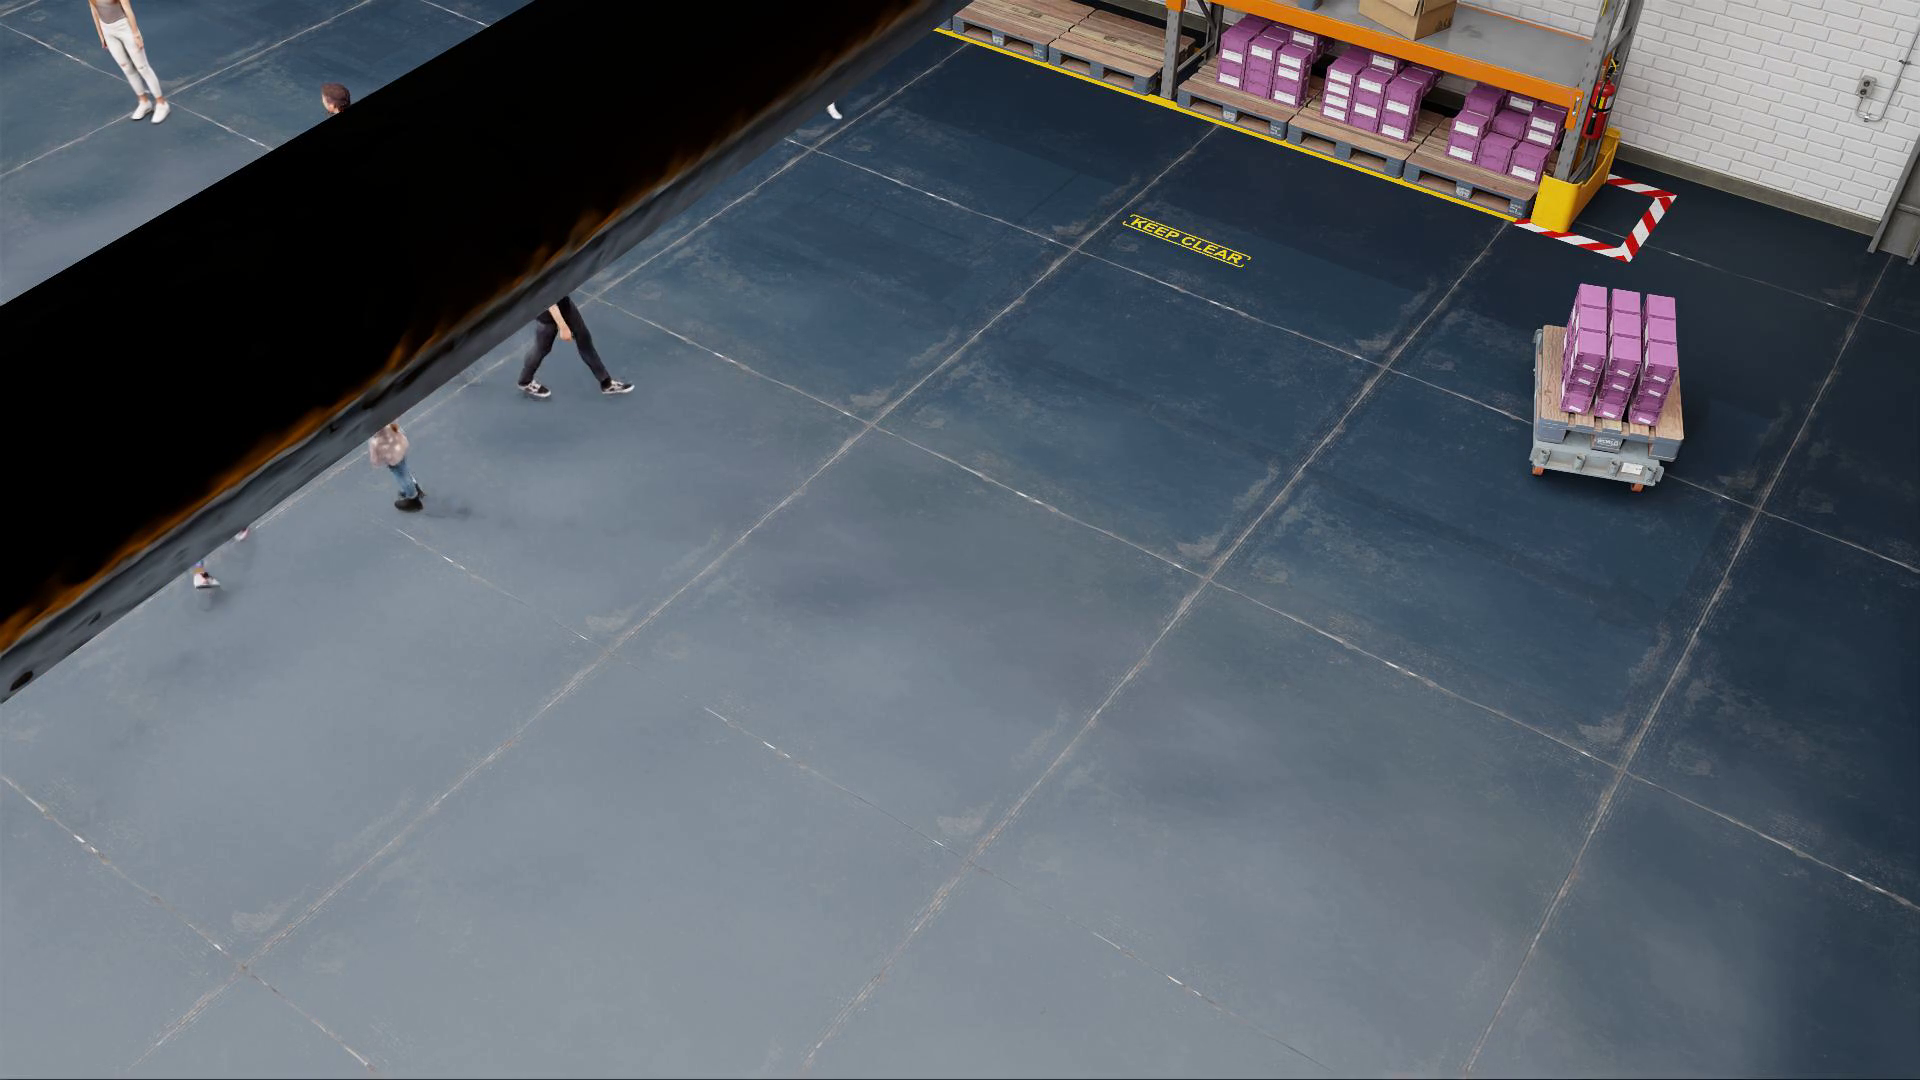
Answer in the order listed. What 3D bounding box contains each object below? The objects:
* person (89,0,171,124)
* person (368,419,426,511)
[{"bbox_3d":[-8.054,-4.870,15.992,0.596,1.717,0.721,7,44,7],"label":"person"},{"bbox_3d":[-4.049,-0.665,11.965,0.605,1.182,0.566,7,44,7],"label":"person"}]
